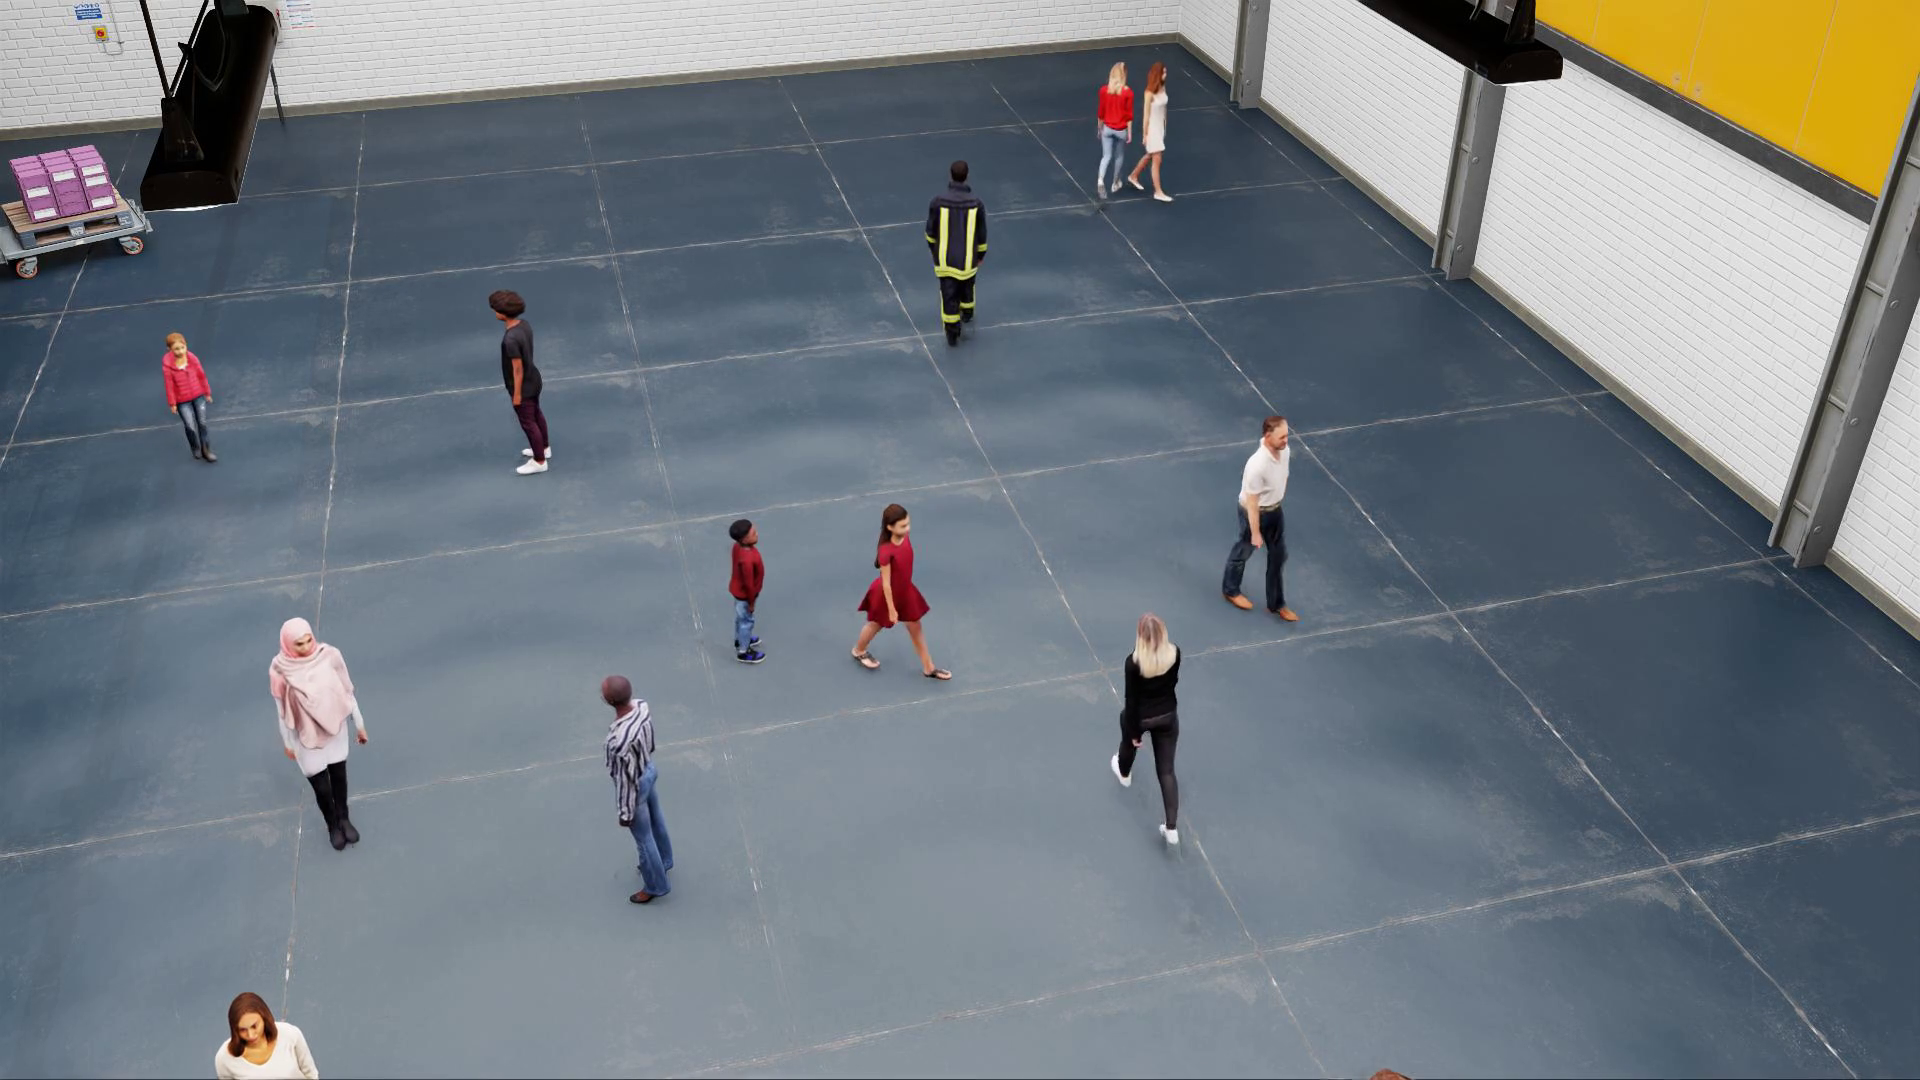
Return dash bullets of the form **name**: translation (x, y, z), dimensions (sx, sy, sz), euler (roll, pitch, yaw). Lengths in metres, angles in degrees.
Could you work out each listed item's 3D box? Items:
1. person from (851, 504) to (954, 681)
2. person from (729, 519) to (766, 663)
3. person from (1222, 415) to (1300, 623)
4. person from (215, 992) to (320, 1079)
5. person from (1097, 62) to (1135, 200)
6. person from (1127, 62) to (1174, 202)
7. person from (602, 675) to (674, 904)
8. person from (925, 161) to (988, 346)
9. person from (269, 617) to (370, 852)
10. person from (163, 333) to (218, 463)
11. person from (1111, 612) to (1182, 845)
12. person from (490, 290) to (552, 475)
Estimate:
- **person**: translation (-0.571, 0.390, 12.561), dimensions (1.091, 1.508, 1.042), euler (17, 37, 24)
- **person**: translation (-1.679, 0.383, 12.809), dimensions (0.573, 1.245, 0.450), euler (-12, 35, -17)
- **person**: translation (2.298, -0.243, 13.220), dimensions (0.938, 1.832, 1.077), euler (-27, 42, -35)
- **person**: translation (-3.508, 2.935, 8.573), dimensions (0.663, 1.683, 0.617), euler (-17, 37, -23)
- **person**: translation (1.881, -5.010, 20.534), dimensions (0.969, 1.675, 1.113), euler (11, 35, 17)
- **person**: translation (2.350, -5.092, 20.644), dimensions (1.048, 1.690, 0.911), euler (23, 40, 31)
- **person**: translation (-2.036, 1.566, 10.533), dimensions (0.748, 1.794, 0.603), euler (4, 34, 5)
- **person**: translation (-0.041, -2.929, 17.210), dimensions (0.942, 1.889, 1.138), euler (-2, 34, -3)
- **person**: translation (-4.267, 1.242, 11.018), dimensions (0.759, 1.796, 0.766), euler (-24, 40, -31)
- **person**: translation (-7.128, -1.329, 15.327), dimensions (0.627, 1.308, 0.667), euler (-27, 42, -34)
- **person**: translation (1.317, 1.276, 11.108), dimensions (0.595, 1.640, 1.190), euler (-8, 34, -12)
- **person**: translation (-3.963, -1.452, 15.086), dimensions (0.736, 1.780, 0.568), euler (-1, 34, -2)
